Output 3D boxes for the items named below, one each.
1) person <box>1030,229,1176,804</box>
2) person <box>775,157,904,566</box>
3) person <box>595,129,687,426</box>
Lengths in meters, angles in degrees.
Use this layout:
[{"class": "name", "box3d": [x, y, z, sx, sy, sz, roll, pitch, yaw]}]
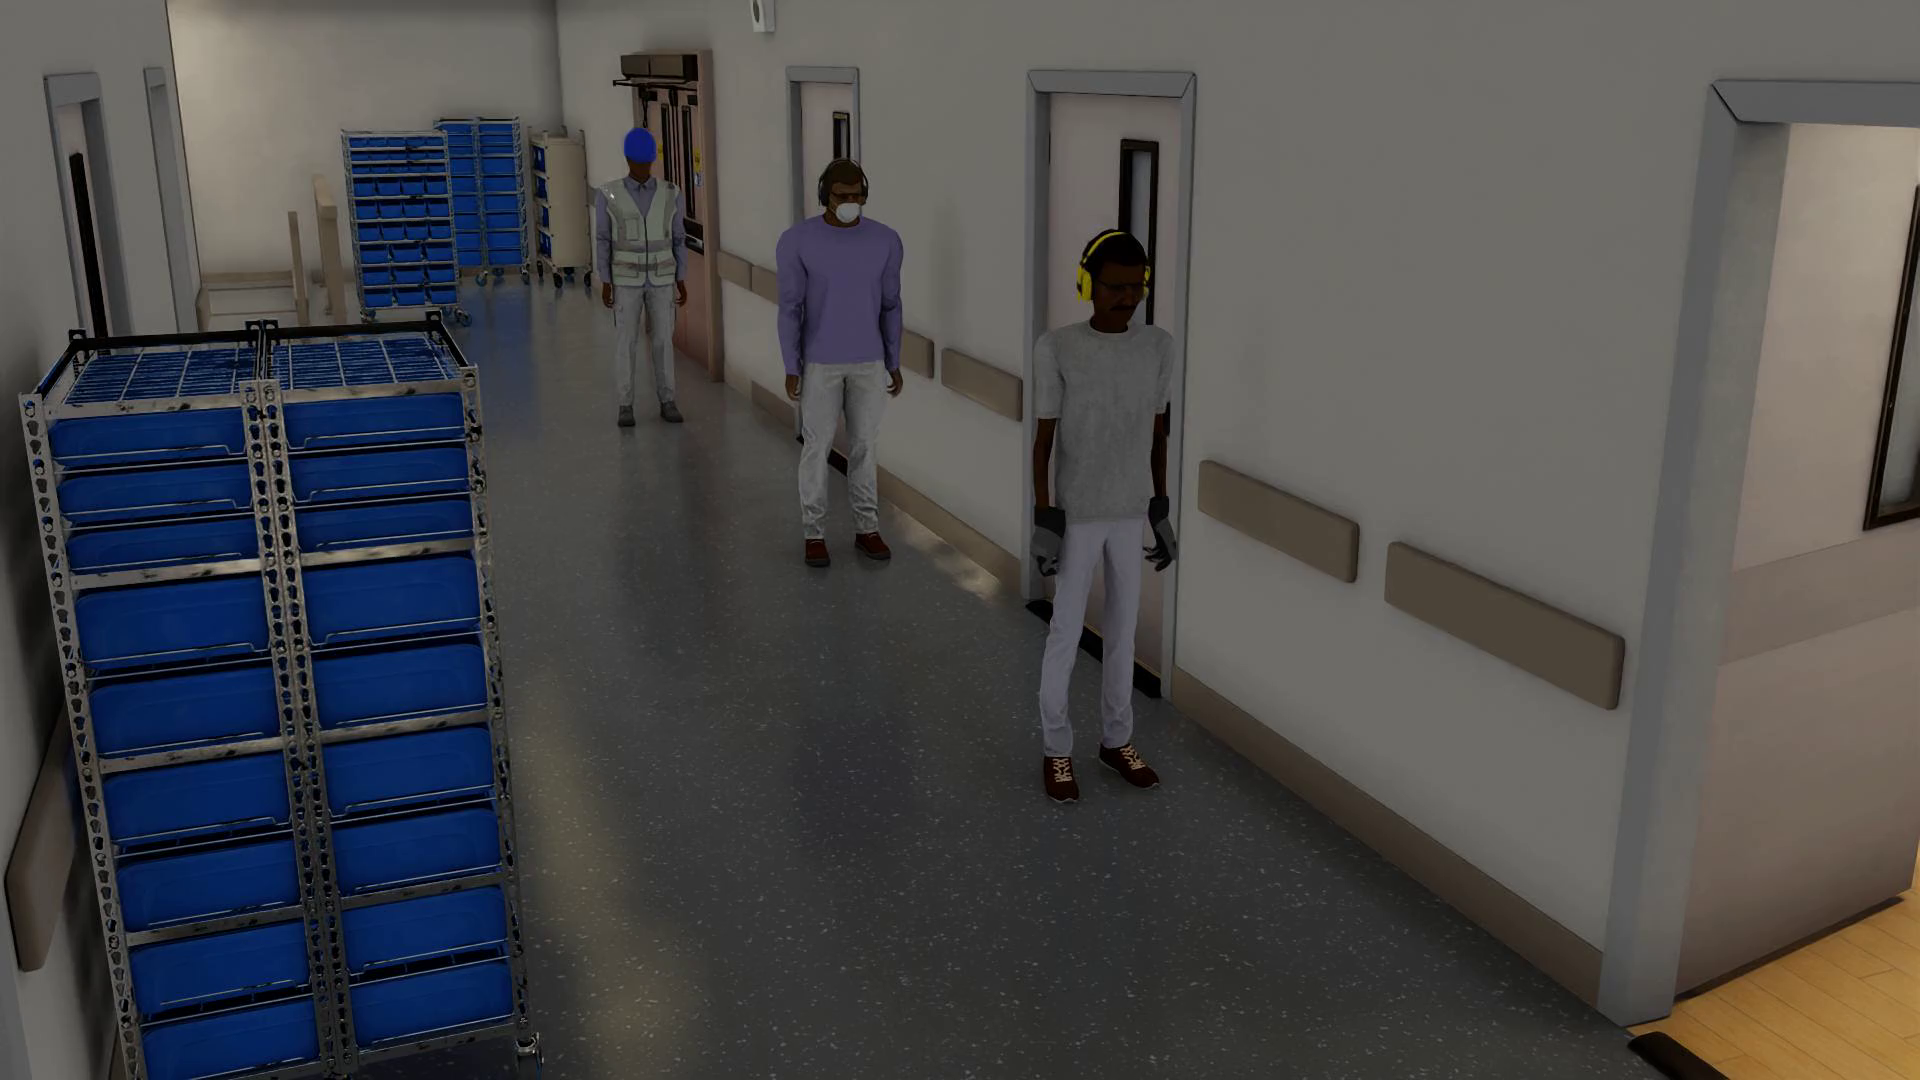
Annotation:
[{"class": "person", "box3d": [0.470, -0.065, 5.408, 0.508, 1.861, 0.329, -6, 17, -21]}, {"class": "person", "box3d": [-0.556, -0.843, 7.963, 0.629, 1.936, 0.373, -6, 17, -21]}, {"class": "person", "box3d": [-2.097, -1.730, 11.021, 0.601, 1.941, 0.395, -6, 17, -21]}]
